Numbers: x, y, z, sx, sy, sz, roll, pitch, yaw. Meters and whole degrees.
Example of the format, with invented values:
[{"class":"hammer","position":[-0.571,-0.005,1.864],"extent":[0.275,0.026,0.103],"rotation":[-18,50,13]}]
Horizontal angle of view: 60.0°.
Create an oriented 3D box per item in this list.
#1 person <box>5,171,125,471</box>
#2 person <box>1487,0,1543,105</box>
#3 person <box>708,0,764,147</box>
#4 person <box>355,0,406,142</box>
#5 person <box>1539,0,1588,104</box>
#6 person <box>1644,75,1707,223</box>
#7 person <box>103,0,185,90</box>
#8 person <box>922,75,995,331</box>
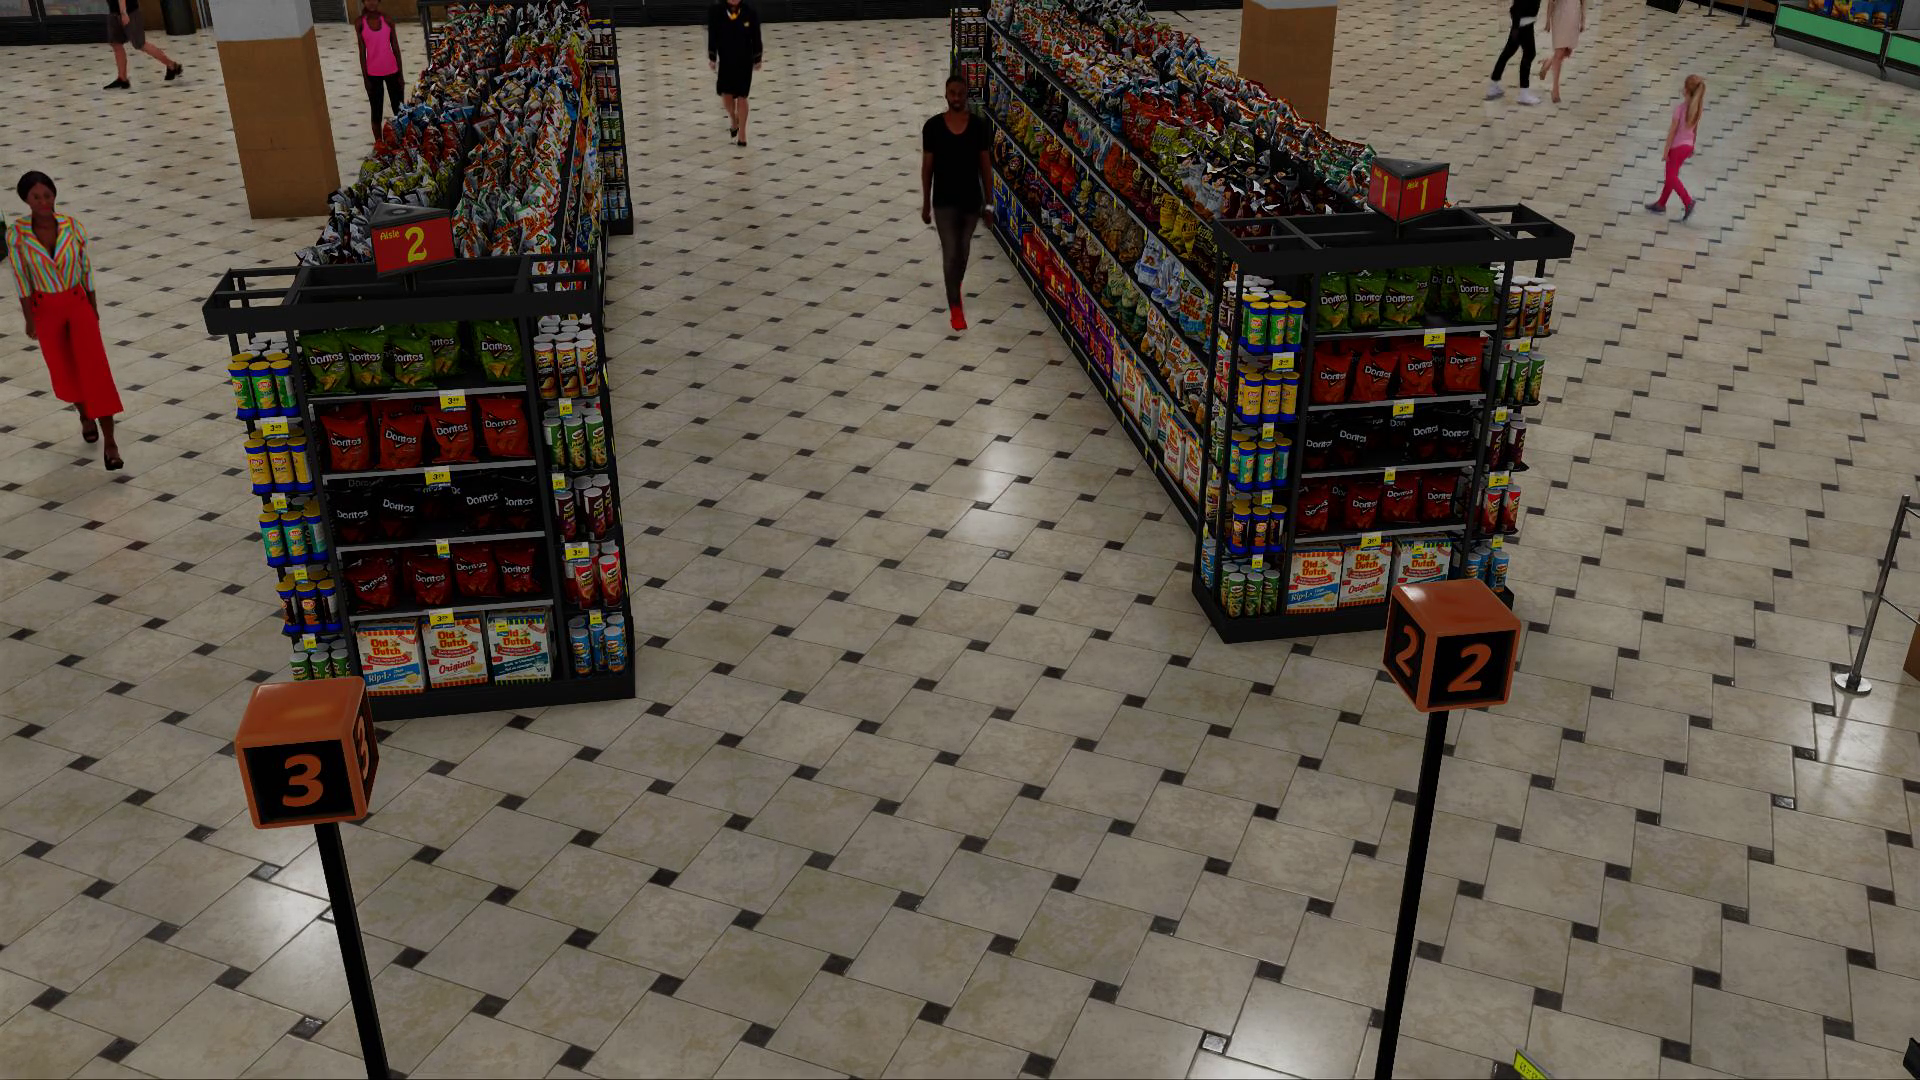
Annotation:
[{"class":"person","position":[-5.332,-1.294,9.880],"extent":[0.892,1.734,1.218],"rotation":[-16,31,-28]},{"class":"person","position":[6.336,-5.887,18.881],"extent":[1.059,1.784,1.006],"rotation":[7,28,14]},{"class":"person","position":[-2.300,-4.916,17.096],"extent":[0.748,1.667,0.708],"rotation":[-1,27,-2]},{"class":"person","position":[-5.688,-4.587,16.386],"extent":[0.594,1.721,0.608],"rotation":[-12,29,-22]},{"class":"person","position":[6.870,-5.901,18.981],"extent":[0.646,1.719,0.977],"rotation":[-2,27,-4]},{"class":"person","position":[6.376,-3.437,14.632],"extent":[0.643,1.257,0.895],"rotation":[-13,30,-24]},{"class":"person","position":[-9.691,-6.197,19.453],"extent":[1.158,1.818,1.220],"rotation":[-20,33,-34]},{"class":"person","position":[-0.025,-2.496,12.219],"extent":[0.678,1.762,1.149],"rotation":[-3,27,-7]}]
